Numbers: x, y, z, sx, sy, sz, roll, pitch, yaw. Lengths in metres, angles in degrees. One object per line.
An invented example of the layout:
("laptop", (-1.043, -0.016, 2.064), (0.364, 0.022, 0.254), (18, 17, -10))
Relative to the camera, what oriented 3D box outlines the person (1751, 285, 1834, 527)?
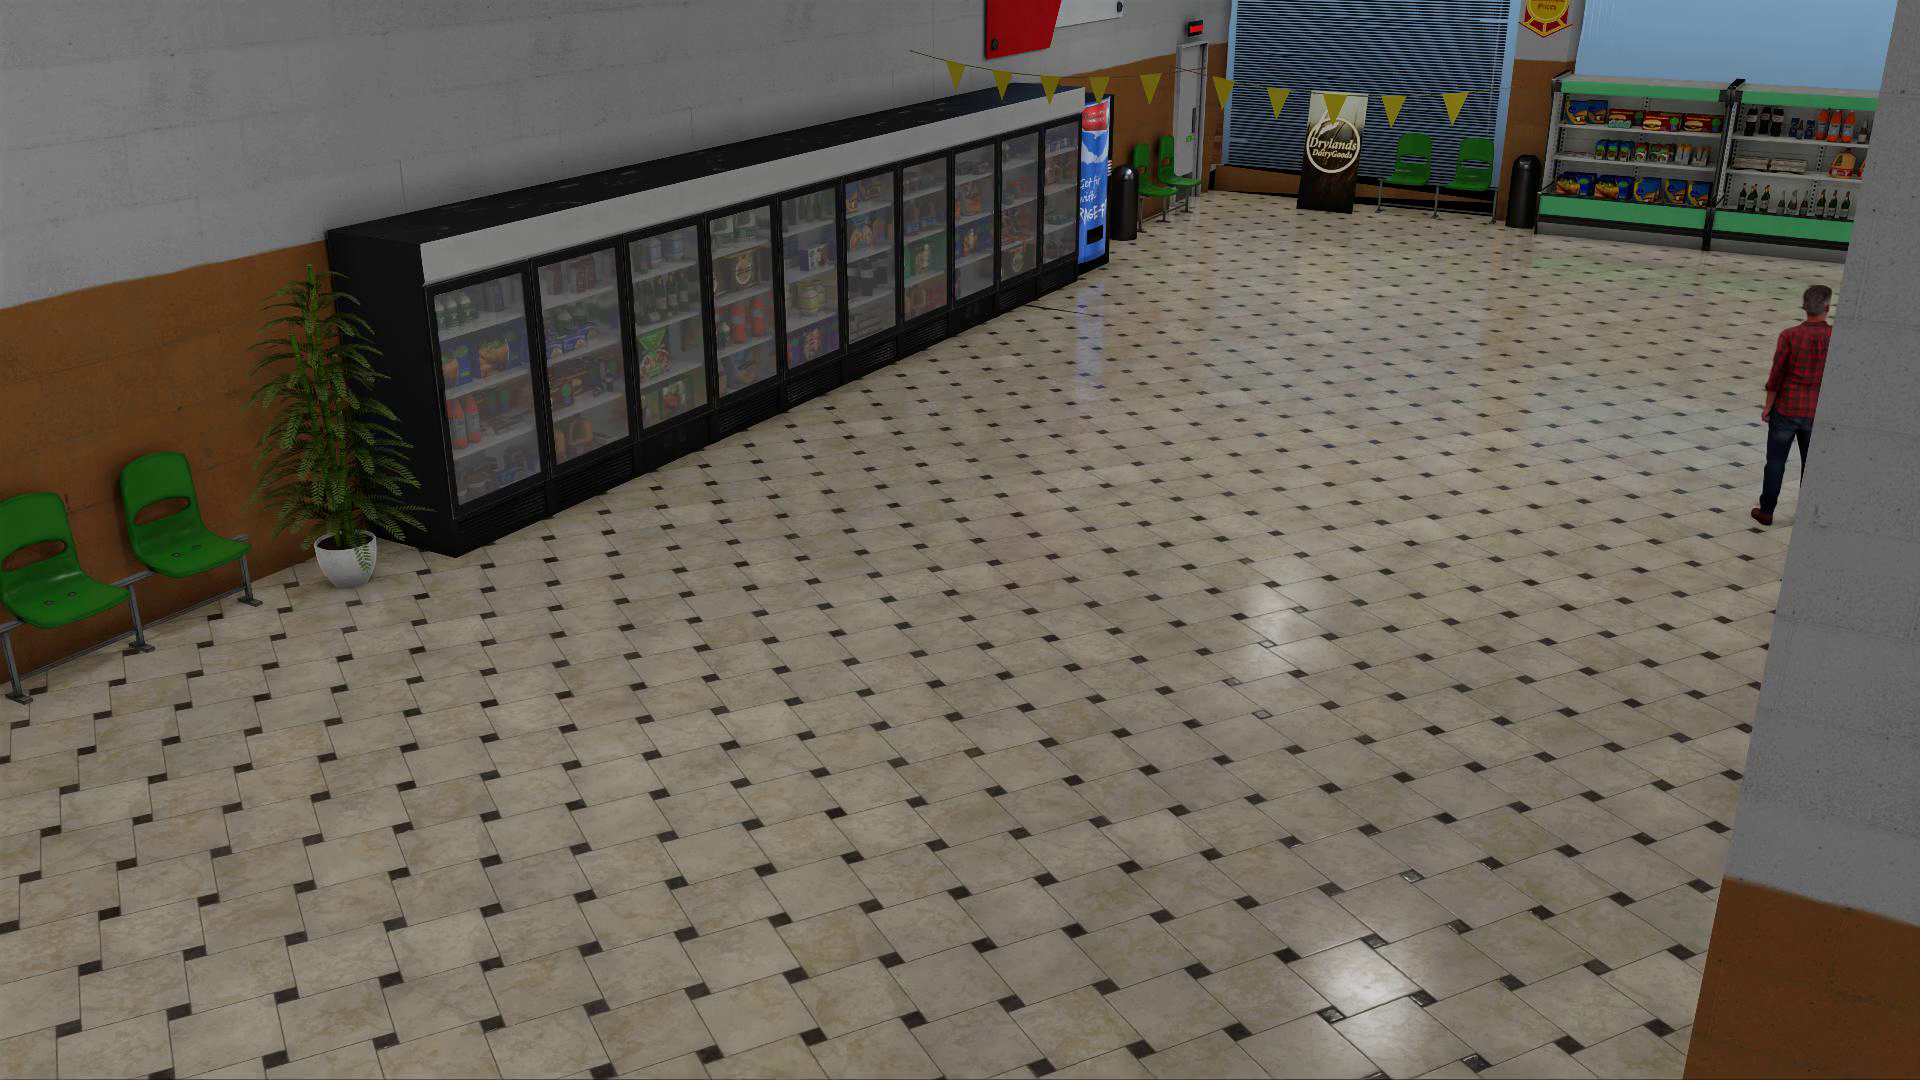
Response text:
("person", (6.291, -0.995, 12.440), (0.605, 1.829, 0.802), (5, 22, 12))
